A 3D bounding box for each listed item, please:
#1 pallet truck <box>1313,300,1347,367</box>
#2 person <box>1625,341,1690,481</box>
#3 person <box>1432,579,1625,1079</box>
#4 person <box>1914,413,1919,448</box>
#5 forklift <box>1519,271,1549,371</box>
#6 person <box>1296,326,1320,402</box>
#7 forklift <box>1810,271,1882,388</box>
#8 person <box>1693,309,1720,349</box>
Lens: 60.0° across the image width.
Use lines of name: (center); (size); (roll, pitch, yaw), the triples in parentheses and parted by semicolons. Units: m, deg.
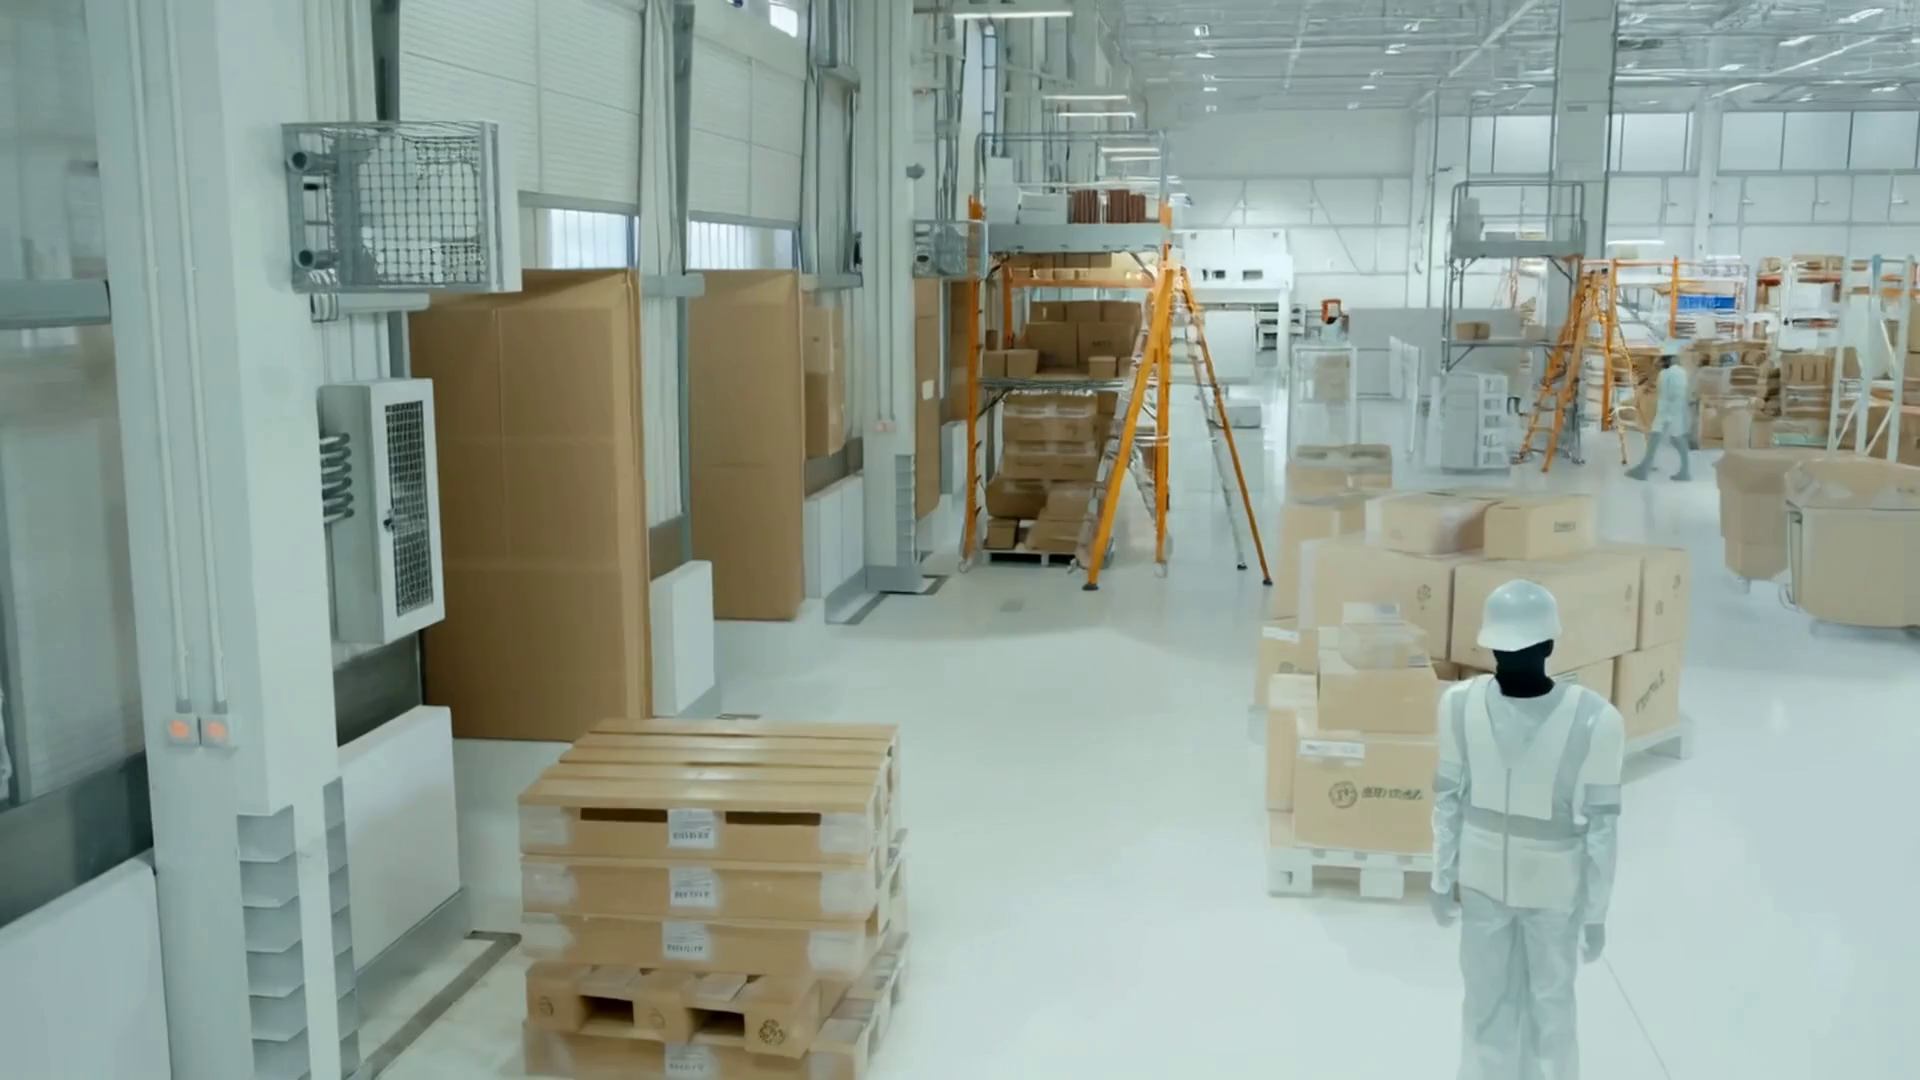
pallet truck: (11.159, -6.200, 49.718); (0.823, 1.965, 1.885); (4, 10, 26)
person: (9.479, -1.720, 22.397); (0.952, 1.890, 0.556); (-2, 9, -13)
person: (1.729, 1.064, 5.169); (0.585, 1.920, 0.395); (7, 12, 38)
person: (15.600, -2.342, 26.725); (0.319, 1.739, 0.485); (9, 13, 44)
forklift: (16.599, -6.031, 45.960); (1.873, 2.768, 1.129); (-3, 10, -17)
person: (7.279, -3.643, 34.881); (0.321, 1.694, 0.529); (-9, 13, -43)
forklift: (20.726, -4.780, 38.245); (1.873, 2.768, 1.129); (1, 9, 9)
person: (18.599, -4.814, 41.538); (1.012, 1.895, 0.639); (-2, 9, -14)
